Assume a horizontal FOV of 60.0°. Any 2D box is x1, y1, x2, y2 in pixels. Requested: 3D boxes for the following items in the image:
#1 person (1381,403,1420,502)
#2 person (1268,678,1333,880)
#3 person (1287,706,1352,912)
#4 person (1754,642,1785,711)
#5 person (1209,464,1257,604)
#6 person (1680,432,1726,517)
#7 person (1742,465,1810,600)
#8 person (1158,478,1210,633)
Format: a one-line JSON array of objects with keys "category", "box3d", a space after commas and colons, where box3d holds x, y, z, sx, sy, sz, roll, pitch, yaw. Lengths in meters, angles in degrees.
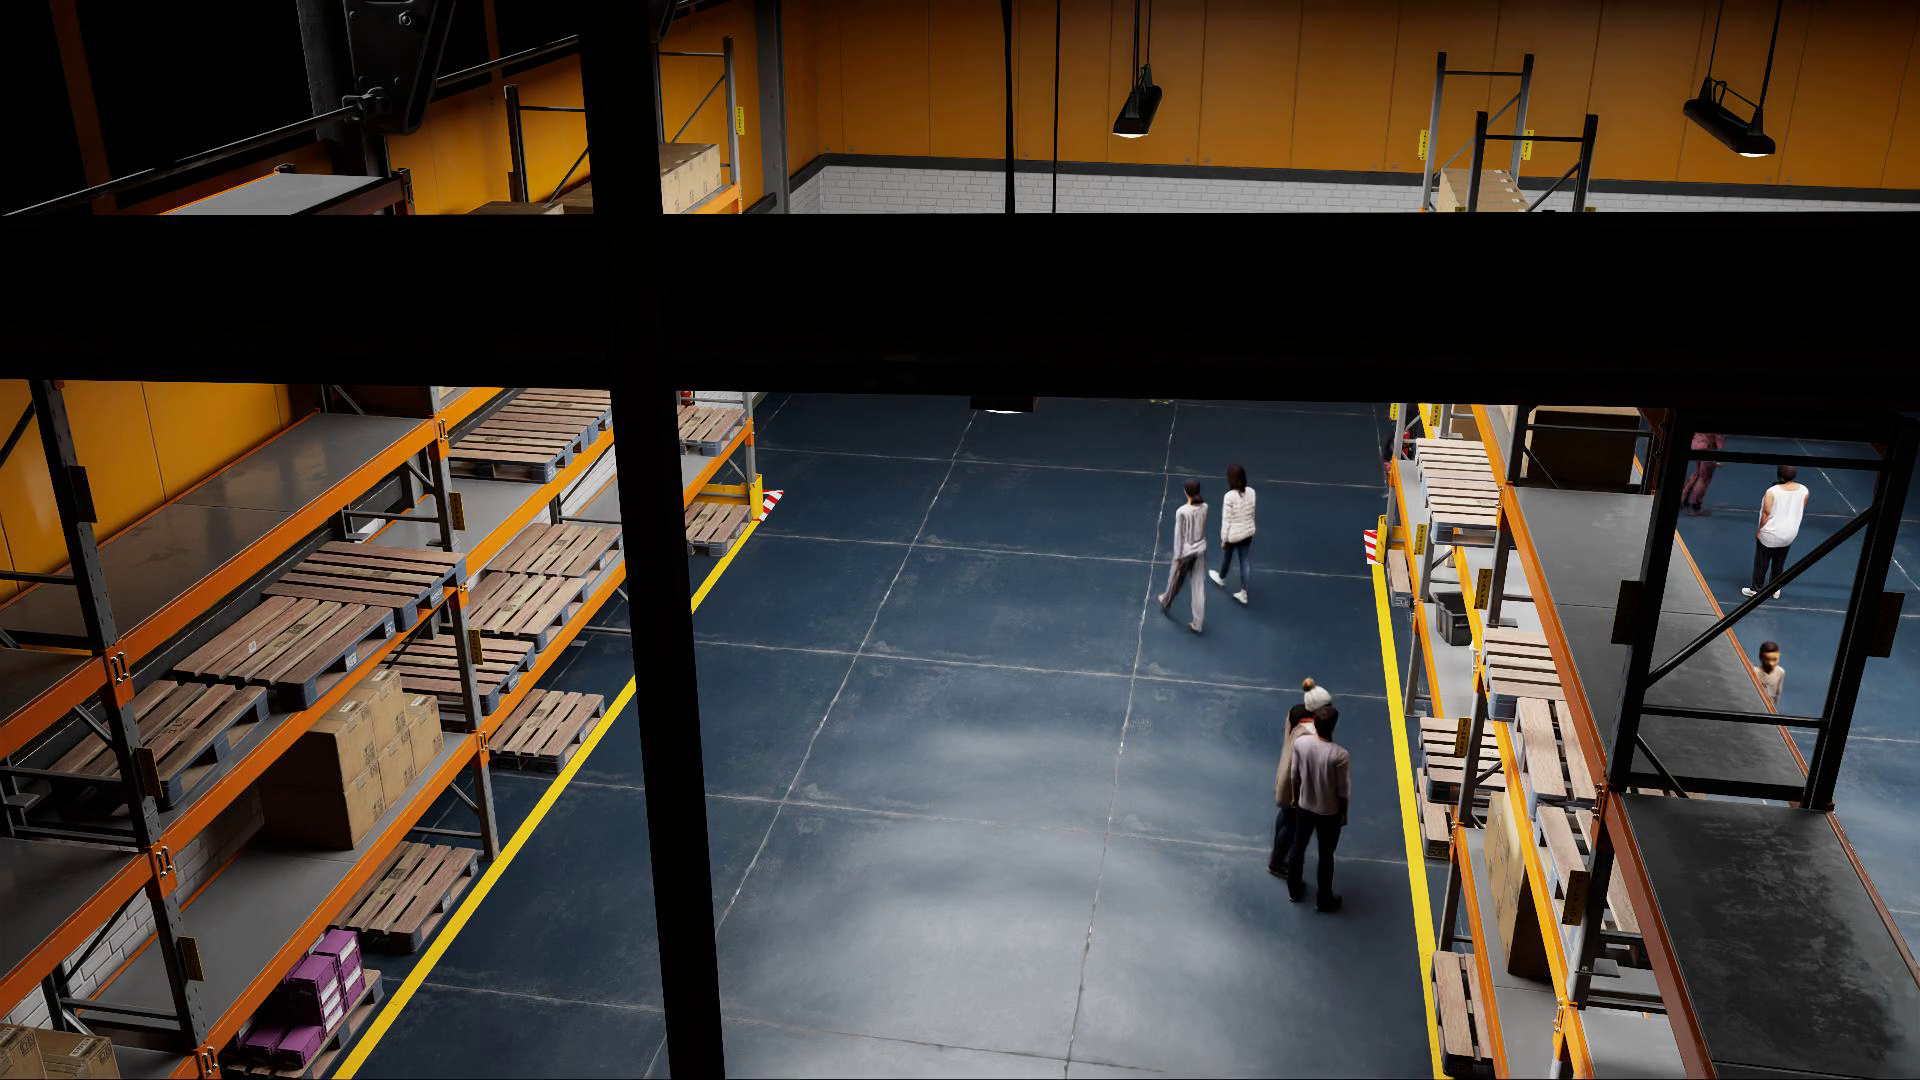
[{"category": "person", "box3d": [5.843, -1.282, 21.726, 0.725, 1.715, 0.789, -17, 29, -33]}, {"category": "person", "box3d": [2.834, 1.988, 14.036, 0.884, 1.884, 0.655, -2, 24, -5]}, {"category": "person", "box3d": [2.935, 2.183, 13.642, 0.737, 1.843, 0.725, 19, 30, 36]}, {"category": "person", "box3d": [7.388, 1.576, 15.538, 0.748, 1.436, 0.978, -4, 24, -8]}, {"category": "person", "box3d": [3.222, -0.038, 19.032, 1.002, 1.594, 1.127, -10, 26, -22]}, {"category": "person", "box3d": [9.496, -1.176, 21.309, 0.878, 1.856, 0.752, -4, 24, -10]}, {"category": "person", "box3d": [9.374, -0.125, 19.115, 0.722, 1.688, 0.703, -3, 24, -6]}, {"category": "person", "box3d": [2.600, 0.196, 18.328, 0.926, 1.730, 1.148, -8, 25, -17]}]
